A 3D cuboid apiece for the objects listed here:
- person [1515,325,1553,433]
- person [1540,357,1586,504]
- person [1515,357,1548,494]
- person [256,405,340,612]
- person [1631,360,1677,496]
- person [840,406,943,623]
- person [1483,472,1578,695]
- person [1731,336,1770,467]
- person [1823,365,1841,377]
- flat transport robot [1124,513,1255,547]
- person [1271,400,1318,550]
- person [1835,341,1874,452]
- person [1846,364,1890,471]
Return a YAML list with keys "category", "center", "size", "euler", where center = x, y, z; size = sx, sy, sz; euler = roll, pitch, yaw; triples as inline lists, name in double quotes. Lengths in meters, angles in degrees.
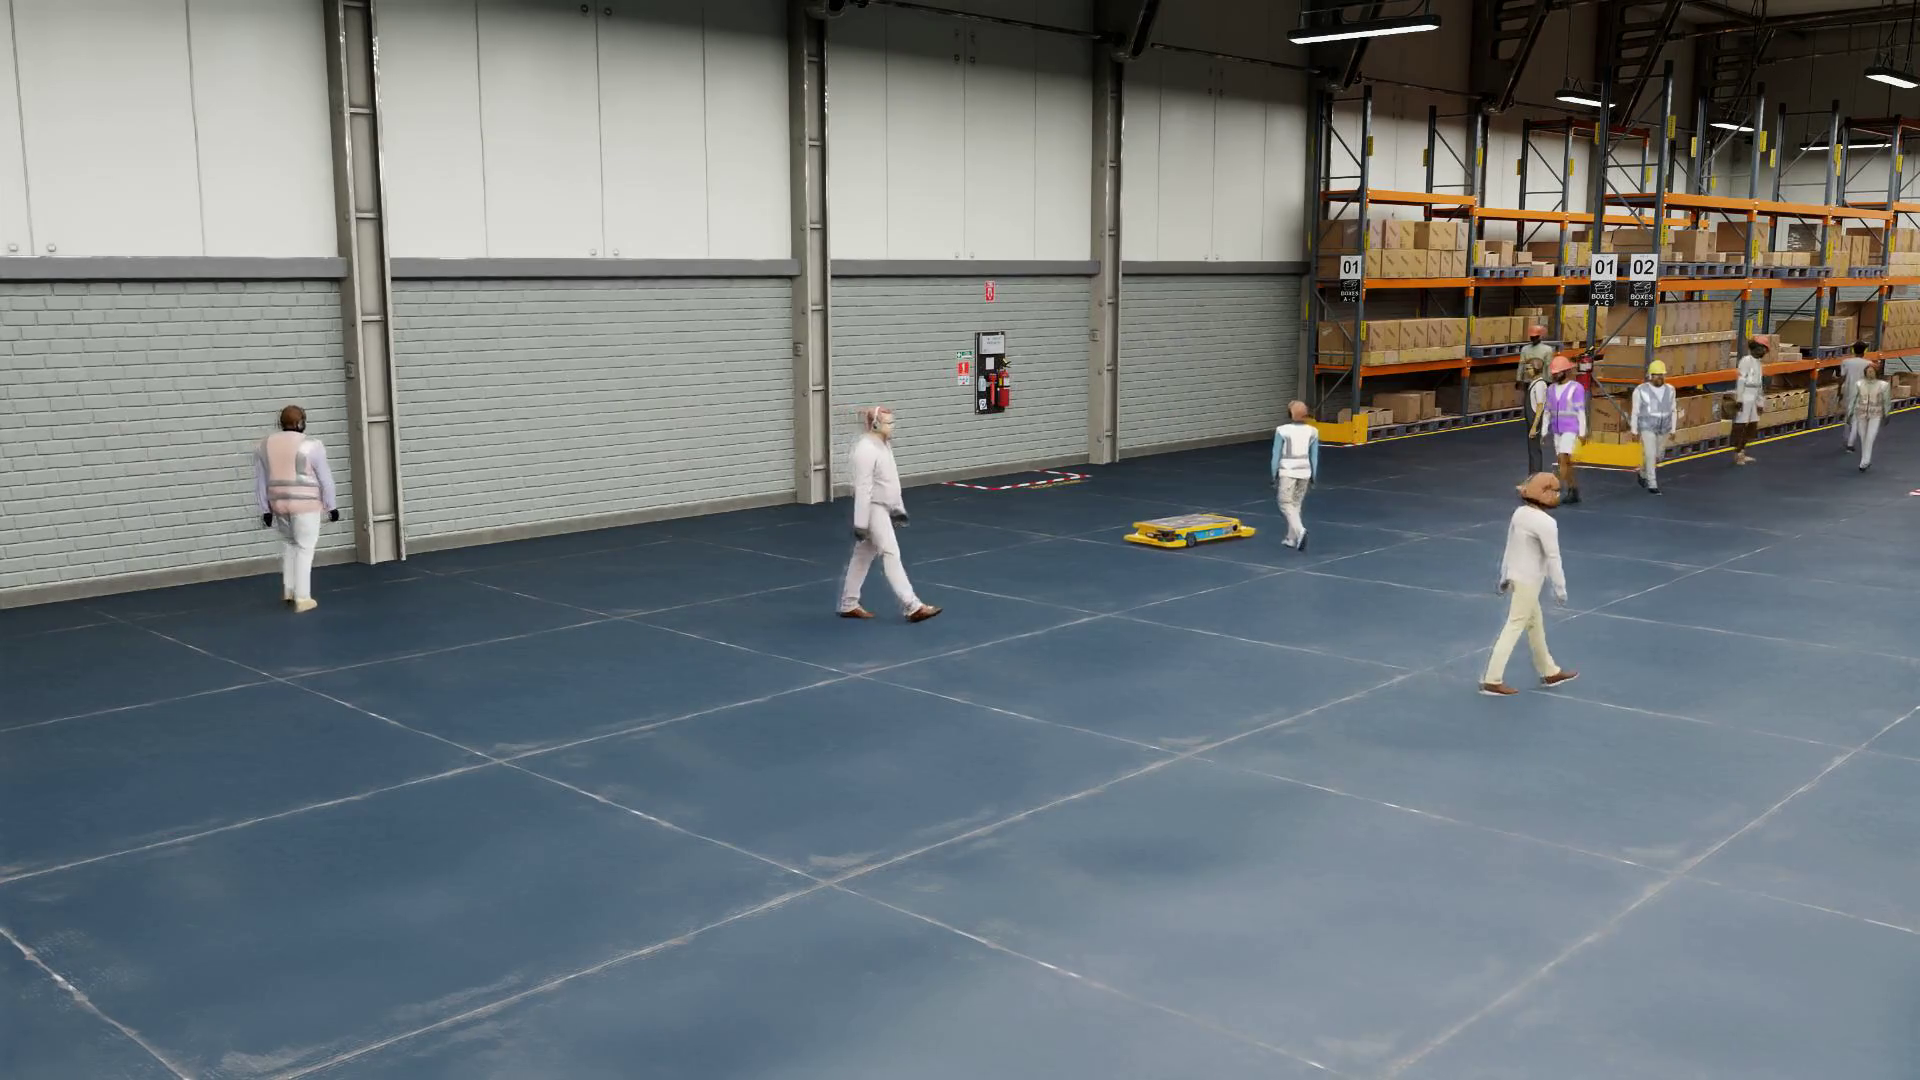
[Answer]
- category: "person"
  center: [10.419, -2.910, 30.275]
  size: [0.516, 1.972, 0.634]
  euler: [-7, 12, -38]
- category: "person"
  center: [7.624, -1.381, 21.215]
  size: [0.906, 1.890, 0.568]
  euler: [-5, 11, -29]
- category: "person"
  center: [7.685, -1.530, 22.287]
  size: [0.346, 1.843, 0.507]
  euler: [2, 10, 14]
- category: "person"
  center: [-5.849, -0.284, 14.752]
  size: [0.617, 1.820, 0.517]
  euler: [2, 10, 12]
- category: "person"
  center: [9.299, -1.523, 22.351]
  size: [0.598, 1.805, 0.792]
  euler: [-1, 9, -5]
- category: "person"
  center: [-0.613, -0.211, 14.203]
  size: [0.959, 1.864, 0.648]
  euler: [1, 9, 5]
- category: "person"
  center: [4.106, 0.316, 11.791]
  size: [0.836, 1.589, 0.524]
  euler: [-1, 9, -7]
- category: "person"
  center: [12.043, -2.114, 25.445]
  size: [0.708, 1.987, 0.401]
  euler: [-8, 12, -40]
- category: "person"
  center: [19.635, -4.030, 37.298]
  size: [0.595, 1.915, 0.371]
  euler: [8, 12, 39]
- category: "flat transport robot"
  center: [2.552, -0.118, 18.451]
  size: [1.431, 0.197, 0.652]
  euler: [-8, 12, -39]
- category: "person"
  center: [3.605, -0.687, 17.810]
  size: [0.523, 1.616, 0.658]
  euler: [-3, 10, -16]
- category: "person"
  center: [14.830, -2.373, 27.513]
  size: [0.543, 1.815, 0.992]
  euler: [7, 12, 36]
- category: "person"
  center: [13.640, -1.850, 24.993]
  size: [0.537, 1.588, 0.881]
  euler: [8, 12, 41]
